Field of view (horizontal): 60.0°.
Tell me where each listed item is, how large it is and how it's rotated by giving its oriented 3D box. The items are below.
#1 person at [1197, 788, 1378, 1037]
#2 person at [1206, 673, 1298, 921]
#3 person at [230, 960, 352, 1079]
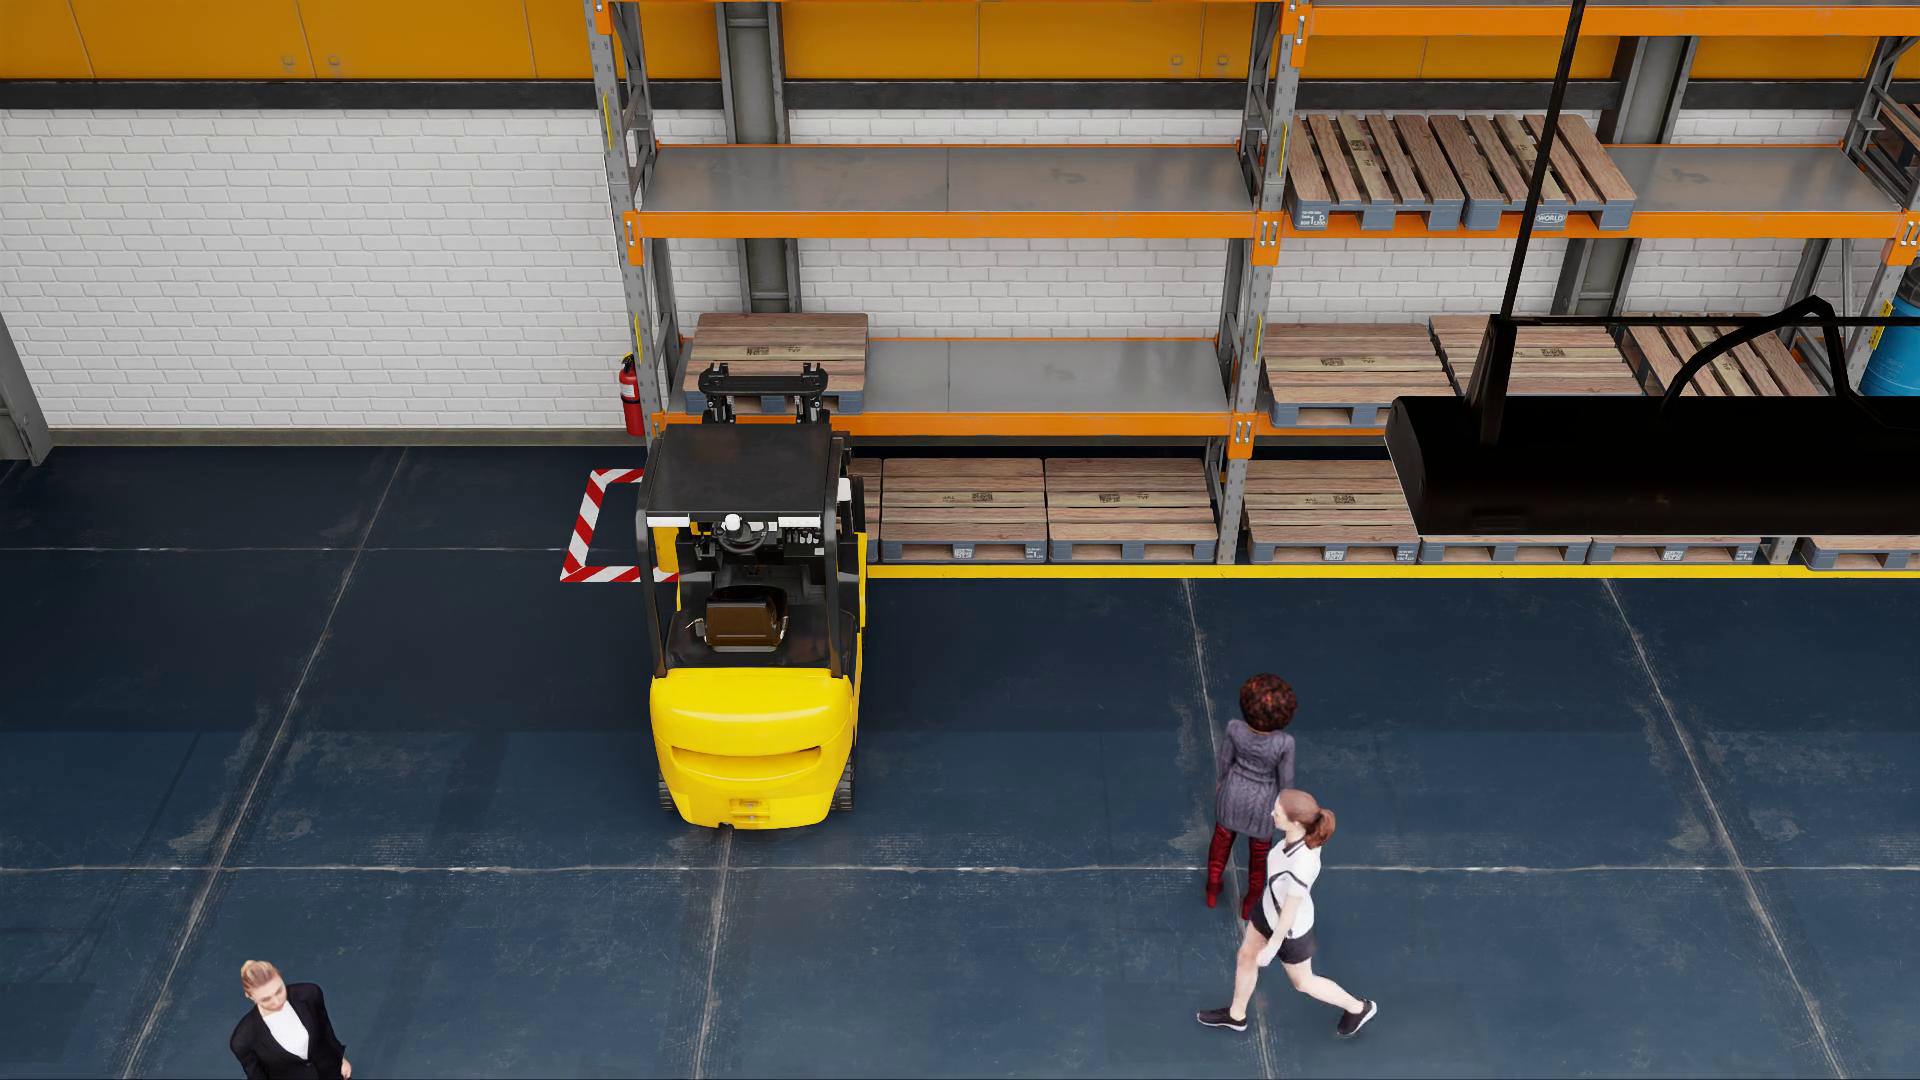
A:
[{"bbox_3d":[1.748,1.955,8.419,1.125,1.709,0.582,-1,39,-1],"label":"person"},{"bbox_3d":[1.585,1.415,9.098,0.575,1.707,0.701,16,41,19],"label":"person"},{"bbox_3d":[-3.042,2.516,7.719,0.737,1.707,0.703,26,45,29],"label":"person"}]
